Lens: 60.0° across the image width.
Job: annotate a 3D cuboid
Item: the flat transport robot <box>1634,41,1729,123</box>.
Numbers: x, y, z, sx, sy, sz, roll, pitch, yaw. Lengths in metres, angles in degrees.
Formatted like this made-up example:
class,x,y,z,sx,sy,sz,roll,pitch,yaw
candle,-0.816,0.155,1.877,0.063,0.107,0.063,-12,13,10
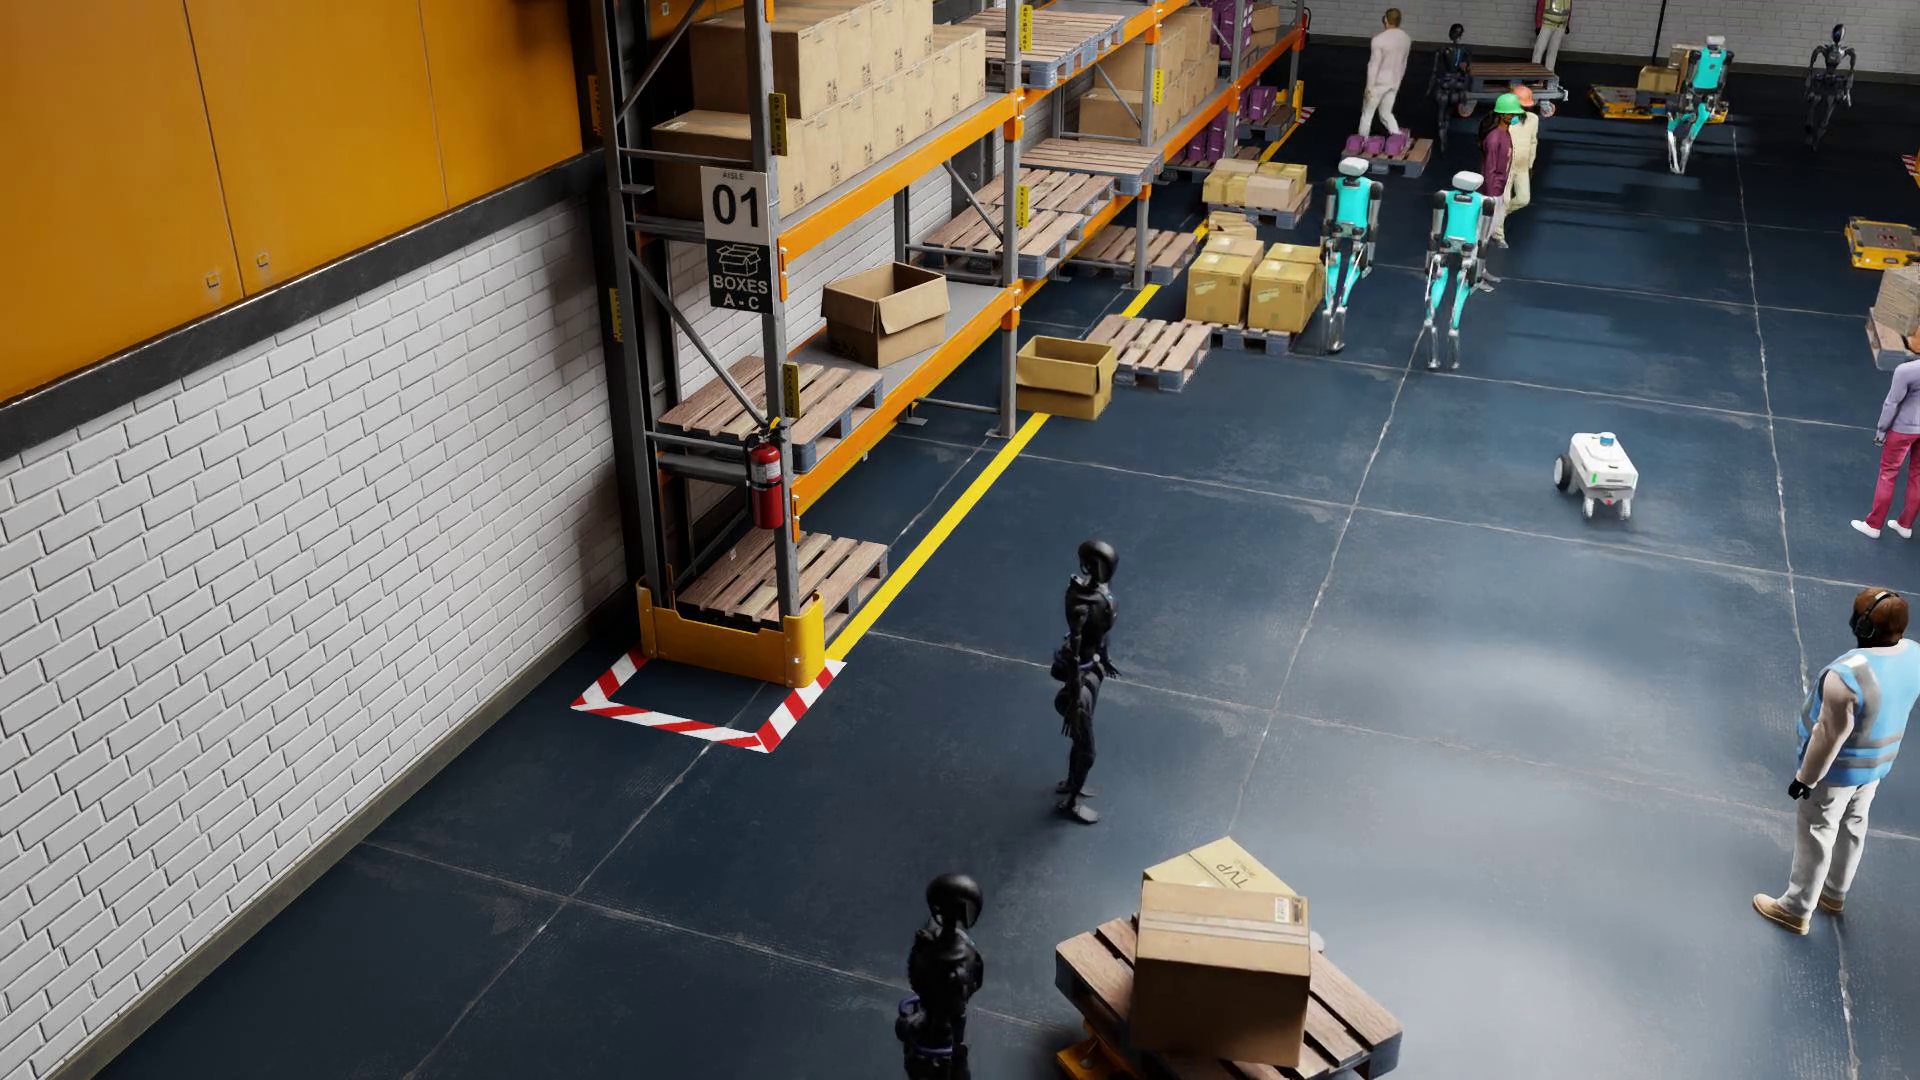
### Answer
class,x,y,z,sx,sy,sz,roll,pitch,yaw
flat transport robot,10.140,-6.152,23.684,1.431,0.231,0.659,13,30,24

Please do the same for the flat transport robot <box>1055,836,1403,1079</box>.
class,x,y,z,sx,sy,sz,roll,pitch,yaw
flat transport robot,1.207,2.221,7.442,1.431,0.231,0.659,-15,31,-27

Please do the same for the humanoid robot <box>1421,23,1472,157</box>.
class,x,y,z,sx,sy,sz,roll,pitch,yaw
humanoid robot,6.286,-5.854,21.578,0.601,1.646,0.601,-6,28,-12

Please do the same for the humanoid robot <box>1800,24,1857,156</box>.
class,x,y,z,sx,sy,sz,roll,pitch,yaw
humanoid robot,11.265,-5.849,21.570,0.599,1.645,0.478,14,30,25

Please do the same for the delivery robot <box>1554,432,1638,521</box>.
class,x,y,z,sx,sy,sz,roll,pitch,yaw
delivery robot,4.794,-0.513,12.453,0.499,0.613,0.816,2,27,5

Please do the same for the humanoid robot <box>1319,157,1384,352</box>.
class,x,y,z,sx,sy,sz,roll,pitch,yaw
humanoid robot,3.410,-2.448,15.011,0.552,1.893,0.742,16,31,28

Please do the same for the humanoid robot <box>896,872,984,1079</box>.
class,x,y,z,sx,sy,sz,roll,pitch,yaw
humanoid robot,-0.083,1.987,6.370,0.360,1.643,0.612,-6,28,-11

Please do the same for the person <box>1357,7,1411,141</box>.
class,x,y,z,sx,sy,sz,roll,pitch,yaw
person,5.452,-5.811,21.265,0.691,1.891,0.787,-15,31,-27

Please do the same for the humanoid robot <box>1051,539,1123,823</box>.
class,x,y,z,sx,sy,sz,roll,pitch,yaw
humanoid robot,0.666,0.720,8.818,0.372,1.648,0.613,10,29,19

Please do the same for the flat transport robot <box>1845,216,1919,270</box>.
class,x,y,z,sx,sy,sz,roll,pitch,yaw
flat transport robot,9.951,-3.175,17.908,0.659,0.231,1.431,10,29,19

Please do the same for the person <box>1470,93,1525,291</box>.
class,x,y,z,sx,sy,sz,roll,pitch,yaw
person,5.337,-3.506,16.718,0.422,1.952,0.490,15,31,26

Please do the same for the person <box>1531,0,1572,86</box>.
class,x,y,z,sx,sy,sz,roll,pitch,yaw
person,8.957,-7.776,25.119,0.621,1.844,0.429,-9,29,-17

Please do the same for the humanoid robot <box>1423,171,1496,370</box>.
class,x,y,z,sx,sy,sz,roll,pitch,yaw
humanoid robot,4.271,-2.277,14.565,0.530,1.792,0.702,15,31,26

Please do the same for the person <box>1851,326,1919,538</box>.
class,x,y,z,sx,sy,sz,roll,pitch,yaw
person,6.723,-0.771,11.763,0.498,1.629,0.288,-2,27,-4

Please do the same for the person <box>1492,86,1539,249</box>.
class,x,y,z,sx,sy,sz,roll,pitch,yaw
person,5.963,-4.049,17.997,0.576,1.732,0.441,-10,29,-19

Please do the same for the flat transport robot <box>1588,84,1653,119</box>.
class,x,y,z,sx,sy,sz,roll,pitch,yaw
flat transport robot,9.527,-6.315,23.999,0.659,0.231,1.431,5,28,9

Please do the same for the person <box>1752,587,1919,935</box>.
class,x,y,z,sx,sy,sz,roll,pitch,yaw
person,4.223,1.058,7.984,0.631,1.841,0.429,-14,30,-25

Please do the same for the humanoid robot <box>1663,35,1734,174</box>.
class,x,y,z,sx,sy,sz,roll,pitch,yaw
humanoid robot,9.072,-5.351,20.630,0.539,1.871,0.738,0,27,-1
